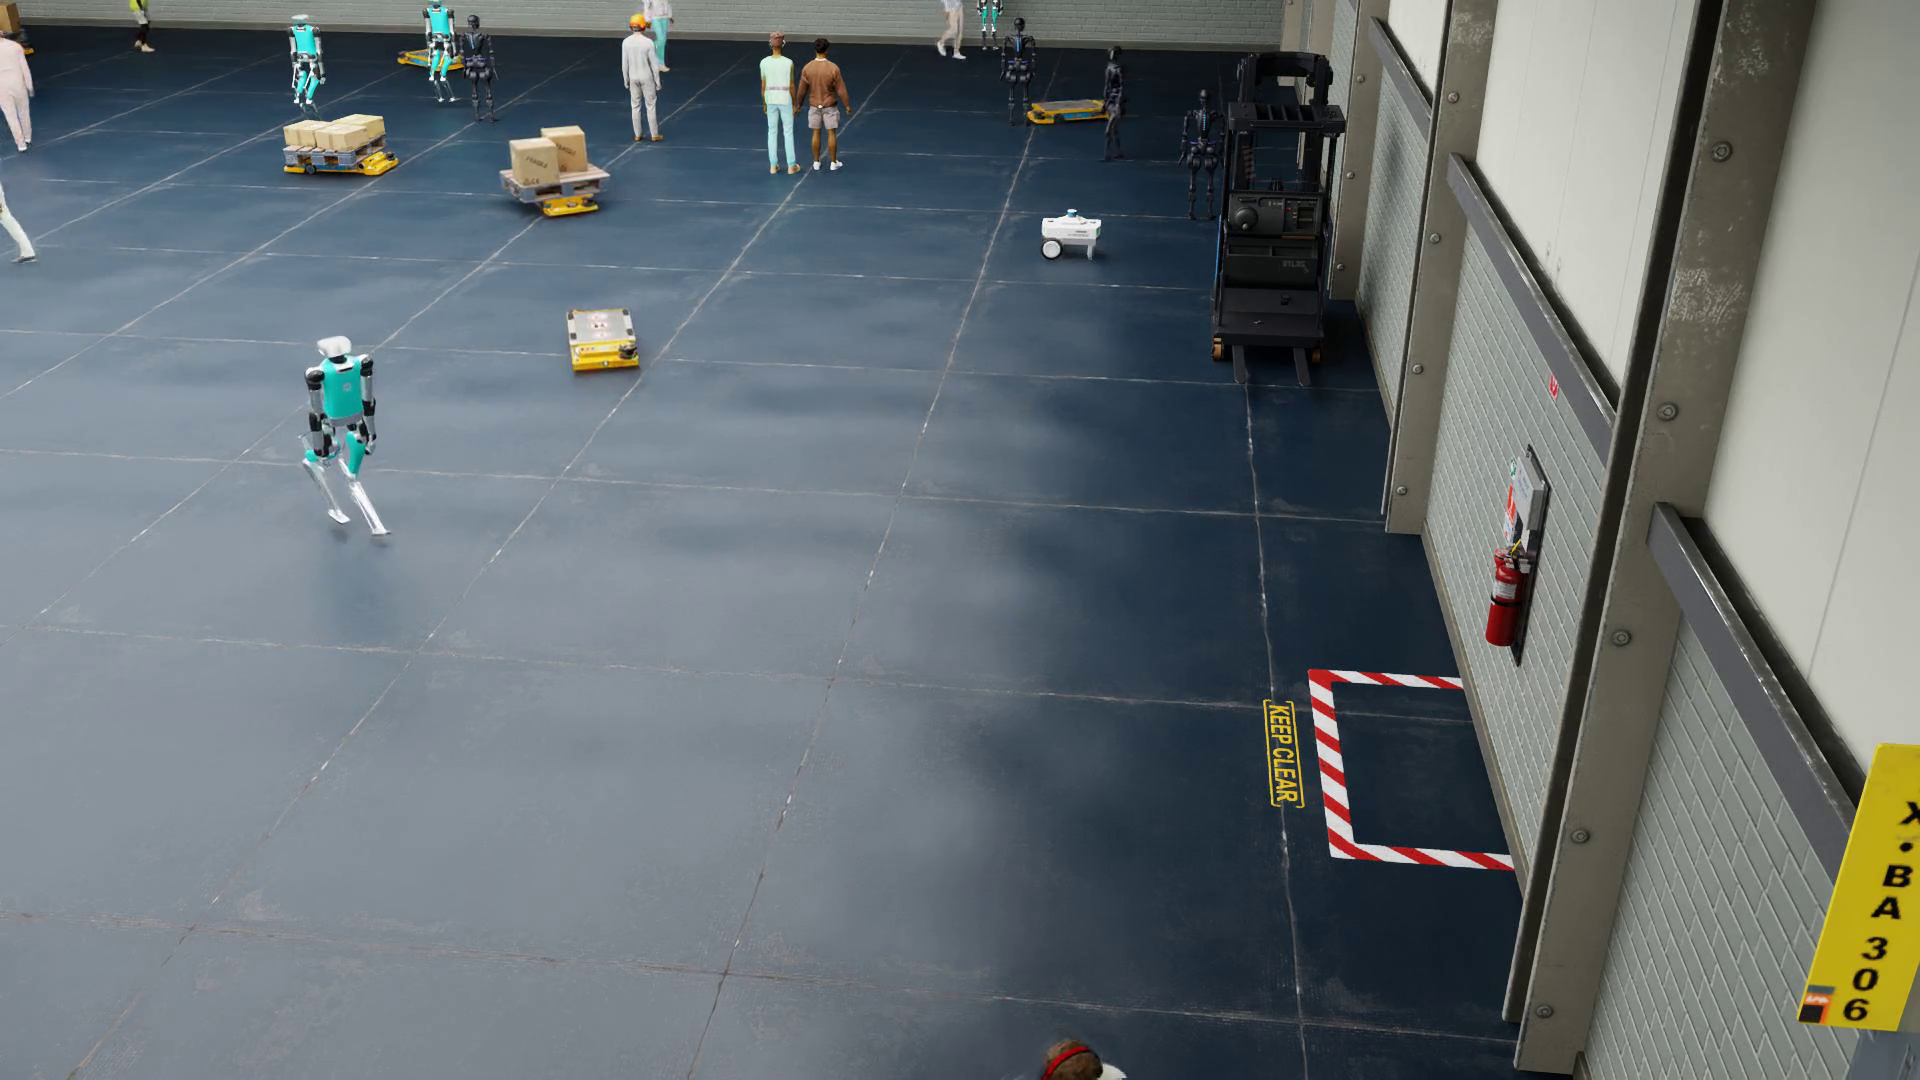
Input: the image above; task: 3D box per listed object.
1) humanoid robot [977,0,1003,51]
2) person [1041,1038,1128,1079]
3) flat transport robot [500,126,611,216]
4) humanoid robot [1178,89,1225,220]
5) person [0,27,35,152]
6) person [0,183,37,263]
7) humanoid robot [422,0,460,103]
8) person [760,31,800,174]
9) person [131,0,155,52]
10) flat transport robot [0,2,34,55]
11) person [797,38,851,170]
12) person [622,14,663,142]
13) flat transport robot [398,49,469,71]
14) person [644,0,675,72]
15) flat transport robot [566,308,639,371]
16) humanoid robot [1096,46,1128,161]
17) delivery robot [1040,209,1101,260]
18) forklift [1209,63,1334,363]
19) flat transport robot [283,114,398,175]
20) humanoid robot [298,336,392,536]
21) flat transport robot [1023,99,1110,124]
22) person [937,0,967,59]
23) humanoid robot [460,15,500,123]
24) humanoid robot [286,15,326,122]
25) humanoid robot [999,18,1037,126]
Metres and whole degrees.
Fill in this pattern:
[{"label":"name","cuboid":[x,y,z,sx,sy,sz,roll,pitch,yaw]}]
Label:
[{"label":"humanoid robot","cuboid":[0.551,-10.156,31.624,0.533,1.677,0.735,3,27,6]},{"label":"person","cuboid":[0.365,2.544,6.320,0.576,1.821,0.488,-16,31,-29]},{"label":"flat transport robot","cuboid":[-5.438,-4.638,22.398,0.659,0.231,1.431,-15,30,-27]},{"label":"humanoid robot","cuboid":[3.131,-4.988,21.512,0.599,1.654,0.315,3,27,6]},{"label":"person","cuboid":[-14.283,-6.806,24.962,0.652,1.841,1.013,-15,30,-28]},{"label":"person","cuboid":[-11.561,-4.055,19.625,0.895,1.706,0.567,-10,28,-19]},{"label":"humanoid robot","cuboid":[-8.616,-8.055,27.435,0.533,1.674,0.735,3,27,6]},{"label":"person","cuboid":[-2.569,-6.193,23.598,0.483,1.977,0.398,4,27,8]},{"label":"person","cuboid":[-15.829,-10.248,32.036,0.417,1.660,0.603,-8,28,-16]},{"label":"flat transport robot","cuboid":[-18.626,-9.385,31.874,1.431,0.231,0.659,3,27,6]},{"label":"person","cuboid":[-1.970,-6.239,23.821,0.786,1.854,0.391,4,27,8]},{"label":"person","cuboid":[-4.857,-7.047,25.394,0.567,1.895,0.377,4,27,8]},{"label":"flat transport robot","cuboid":[-9.793,-8.945,30.996,1.431,0.231,0.659,21,33,35]},{"label":"person","cuboid":[-5.454,-9.486,30.262,0.449,1.899,0.492,17,31,30]},{"label":"flat transport robot","cuboid":[-3.741,-2.111,17.353,0.659,0.231,1.431,-6,27,-13]},{"label":"humanoid robot","cuboid":[2.222,-6.393,24.340,0.557,1.639,0.598,-9,28,-17]},{"label":"delivery robot","cuboid":[1.326,-3.711,20.231,0.769,0.598,0.530,2,27,4]},{"label":"forklift","cuboid":[3.241,-3.477,17.183,1.129,2.768,1.873,3,27,6]},{"label":"flat transport robot","cuboid":[-8.950,-5.469,24.056,1.431,0.231,0.659,3,27,6]},{"label":"humanoid robot","cuboid":[-4.938,-0.830,13.158,1.003,1.730,0.531,23,35,38]},{"label":"flat transport robot","cuboid":[1.801,-6.959,27.031,1.431,0.231,0.659,-8,28,-16]},{"label":"person","cuboid":[-0.122,-10.046,31.426,0.482,1.859,0.510,20,33,34]},{"label":"humanoid robot","cuboid":[-7.706,-7.542,26.611,0.599,1.654,0.315,3,27,6]},{"label":"humanoid robot","cuboid":[-10.212,-7.265,25.855,0.533,1.675,0.735,3,27,6]},{"label":"humanoid robot","cuboid":[0.921,-7.432,26.390,0.599,1.654,0.315,3,27,6]}]
